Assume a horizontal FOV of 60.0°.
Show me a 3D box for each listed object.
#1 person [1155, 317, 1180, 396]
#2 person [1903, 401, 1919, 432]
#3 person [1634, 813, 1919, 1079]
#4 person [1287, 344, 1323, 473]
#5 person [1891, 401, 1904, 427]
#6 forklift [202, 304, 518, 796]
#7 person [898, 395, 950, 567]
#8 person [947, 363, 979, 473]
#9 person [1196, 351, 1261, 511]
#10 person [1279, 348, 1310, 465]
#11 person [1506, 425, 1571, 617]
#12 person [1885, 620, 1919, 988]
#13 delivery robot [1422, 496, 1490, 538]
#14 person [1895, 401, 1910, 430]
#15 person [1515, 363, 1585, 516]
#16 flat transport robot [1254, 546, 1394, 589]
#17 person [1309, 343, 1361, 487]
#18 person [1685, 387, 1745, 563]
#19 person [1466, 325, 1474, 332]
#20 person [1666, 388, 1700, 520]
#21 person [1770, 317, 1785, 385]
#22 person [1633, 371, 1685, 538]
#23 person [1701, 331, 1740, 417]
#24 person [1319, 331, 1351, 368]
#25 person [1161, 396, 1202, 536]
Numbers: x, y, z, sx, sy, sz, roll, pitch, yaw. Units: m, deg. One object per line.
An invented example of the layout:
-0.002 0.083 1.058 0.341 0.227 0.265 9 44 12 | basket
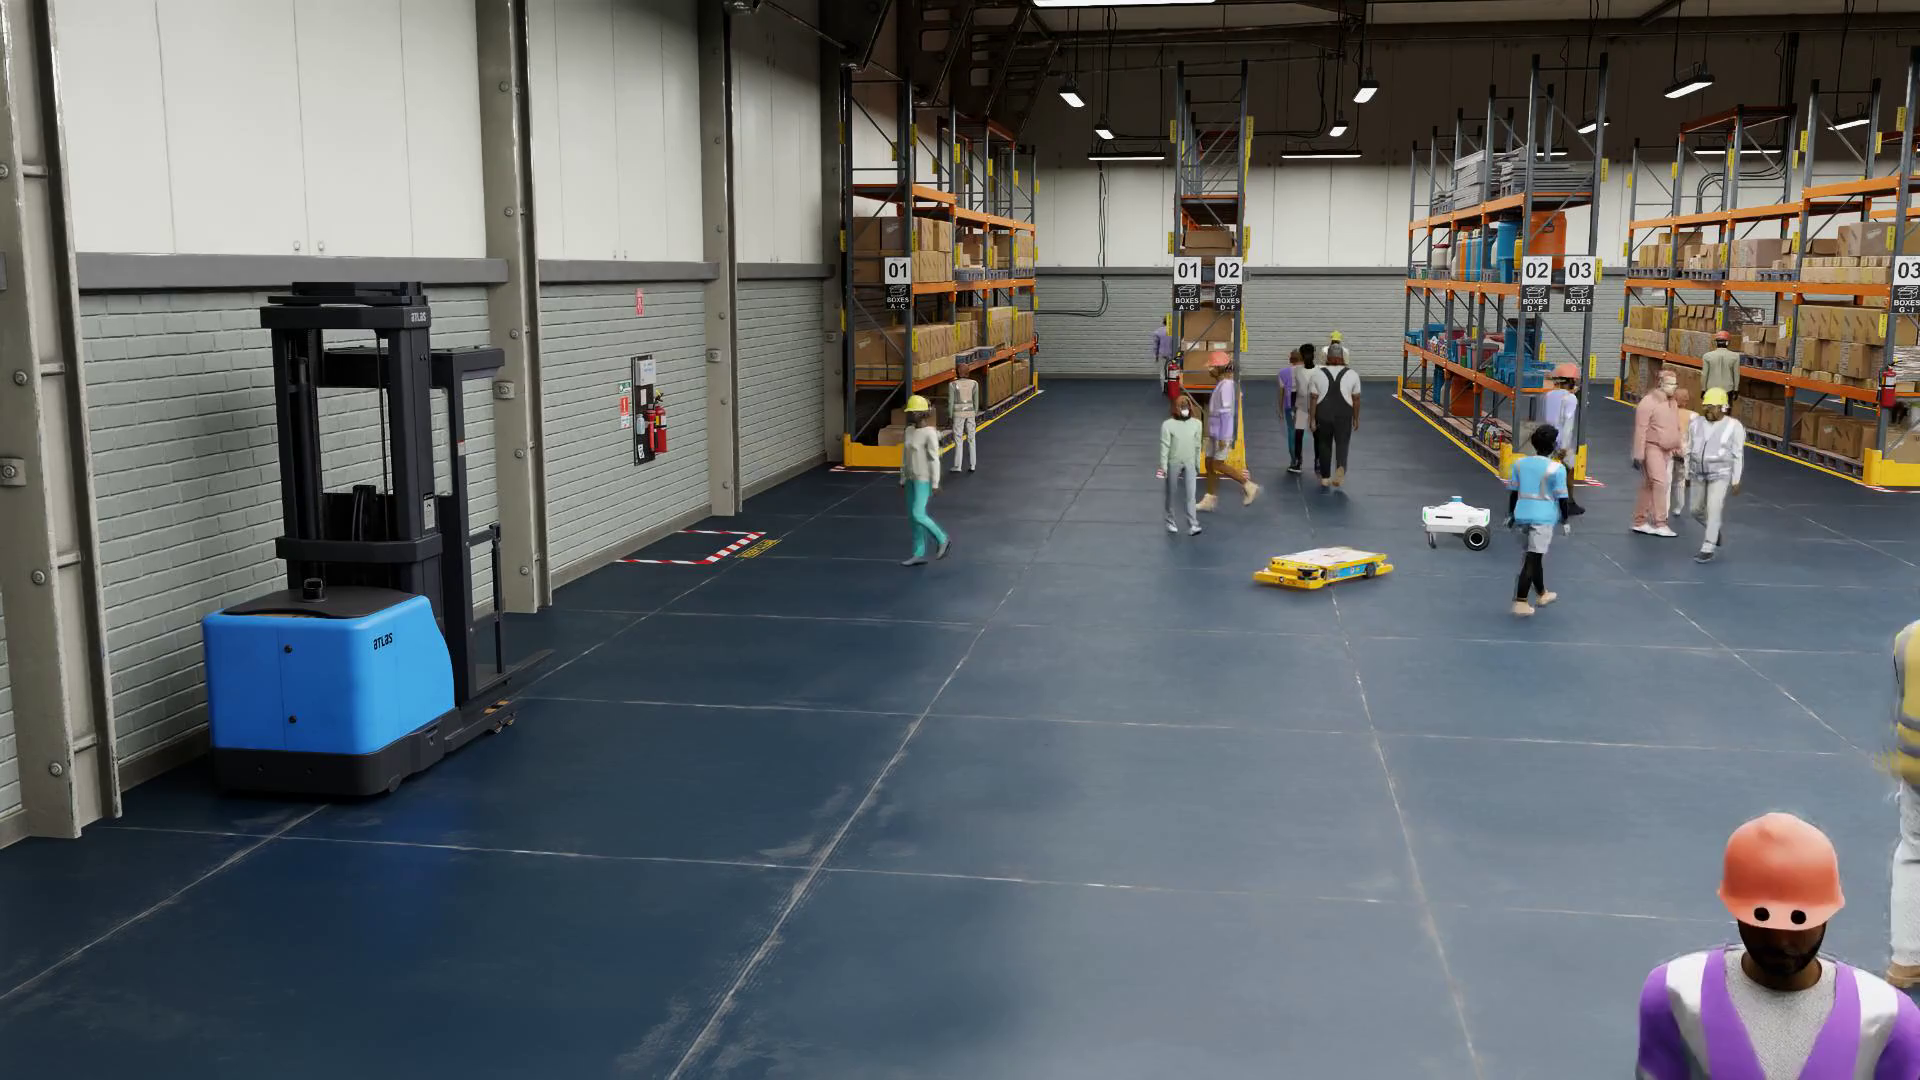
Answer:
5.071 -4.490 40.430 0.655 1.914 0.803 3 10 21 | person
15.024 -2.086 25.881 0.647 1.826 0.475 2 9 13 | person
1.732 1.484 3.595 0.554 1.916 0.696 4 10 22 | person
5.199 -1.945 24.735 0.616 1.934 0.638 4 10 23 | person
17.073 -2.841 30.009 0.602 2.004 0.789 2 9 13 | person
-3.673 -0.038 10.147 1.129 2.768 1.873 1 9 9 | forklift
-0.397 -0.608 17.007 0.425 1.755 0.530 -6 11 -32 | person
0.049 -1.831 24.890 0.510 1.640 0.308 -5 10 -26 | person
3.327 -1.359 20.821 0.792 2.021 0.614 0 9 0 | person
5.170 -2.035 25.590 0.565 1.823 0.656 3 10 15 | person
5.134 -0.175 14.564 0.796 1.663 0.554 -5 11 -30 | person
4.209 0.989 6.935 0.610 1.824 0.638 -3 10 -17 | person
5.438 -0.237 18.242 0.707 0.478 0.477 3 10 18 | delivery robot
16.570 -2.456 28.882 0.509 1.584 0.849 -1 9 -5 | person
7.273 -1.223 20.396 1.019 1.889 0.555 -4 10 -24 | person
3.591 0.257 16.355 1.431 0.197 0.652 -9 13 -42 | flat transport robot
5.204 -1.726 23.139 0.695 2.000 0.831 2 9 13 | person
7.875 -0.694 17.331 0.666 1.816 0.604 -7 12 -38 | person
12.699 -4.492 41.163 0.545 1.687 0.540 0 9 -1 | person
8.665 -1.039 20.154 0.527 1.593 0.882 4 10 23 | person
19.643 -4.417 39.963 0.728 1.927 0.620 0 9 -1 | person
7.996 -0.969 18.826 0.669 1.877 0.789 -7 12 -38 | person
12.948 -2.562 28.339 0.610 1.985 0.393 4 10 25 | person
7.412 -3.198 32.804 0.618 1.801 0.781 0 9 0 | person
2.528 -0.846 18.948 0.521 1.584 0.847 -2 9 -10 | person
